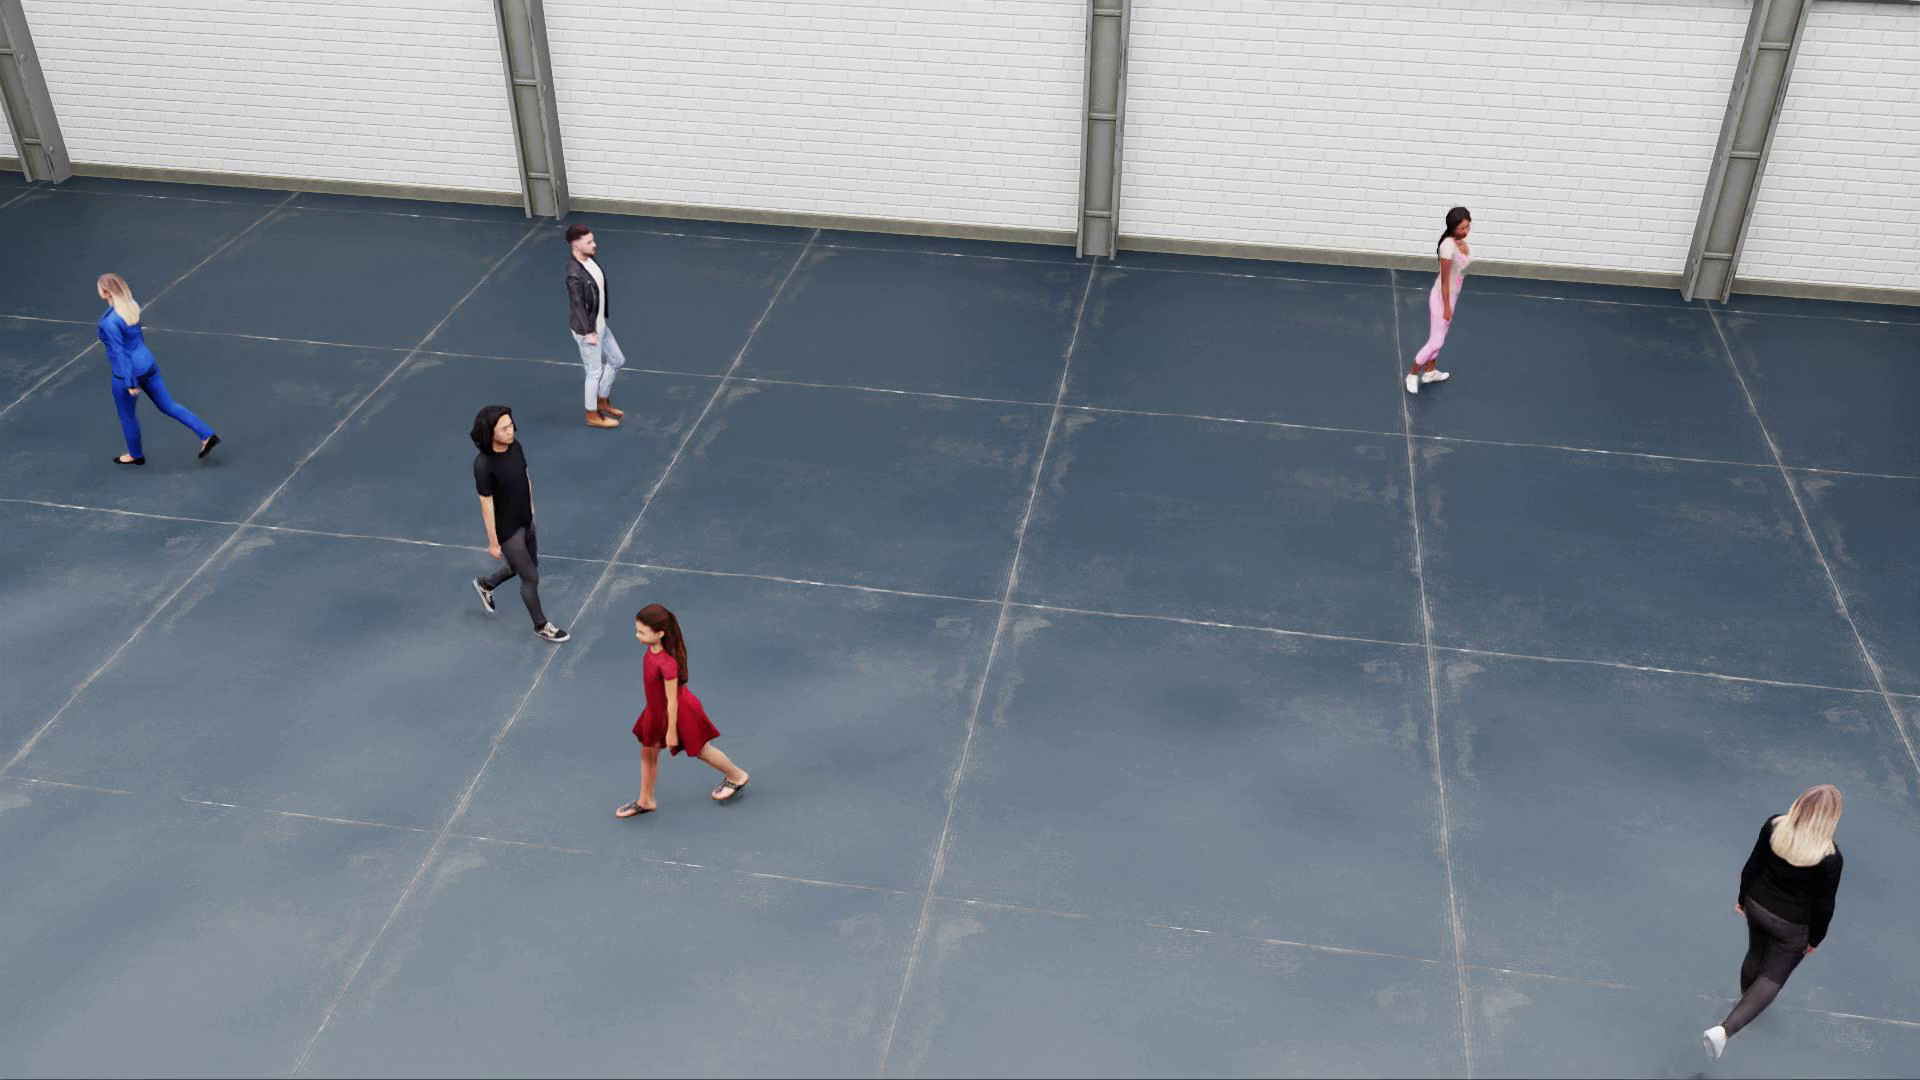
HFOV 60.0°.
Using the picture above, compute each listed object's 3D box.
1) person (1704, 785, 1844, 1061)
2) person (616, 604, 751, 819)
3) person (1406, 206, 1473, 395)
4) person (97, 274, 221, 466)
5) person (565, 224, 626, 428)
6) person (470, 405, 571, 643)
[{"bbox_3d":[4.055,1.934,8.350,1.062,1.670,1.017,-22,40,-30],"label":"person"},{"bbox_3d":[-1.622,1.007,9.885,1.103,1.514,0.956,-15,37,-22],"label":"person"},{"bbox_3d":[4.181,-2.100,14.363,0.685,1.731,0.758,6,34,8],"label":"person"},{"bbox_3d":[-6.454,-1.323,13.251,1.150,1.669,0.742,1,34,2],"label":"person"},{"bbox_3d":[-3.136,-1.765,13.776,0.607,1.822,0.686,3,34,4],"label":"person"},{"bbox_3d":[-3.113,-0.127,11.324,1.061,1.809,0.757,12,35,18],"label":"person"}]
